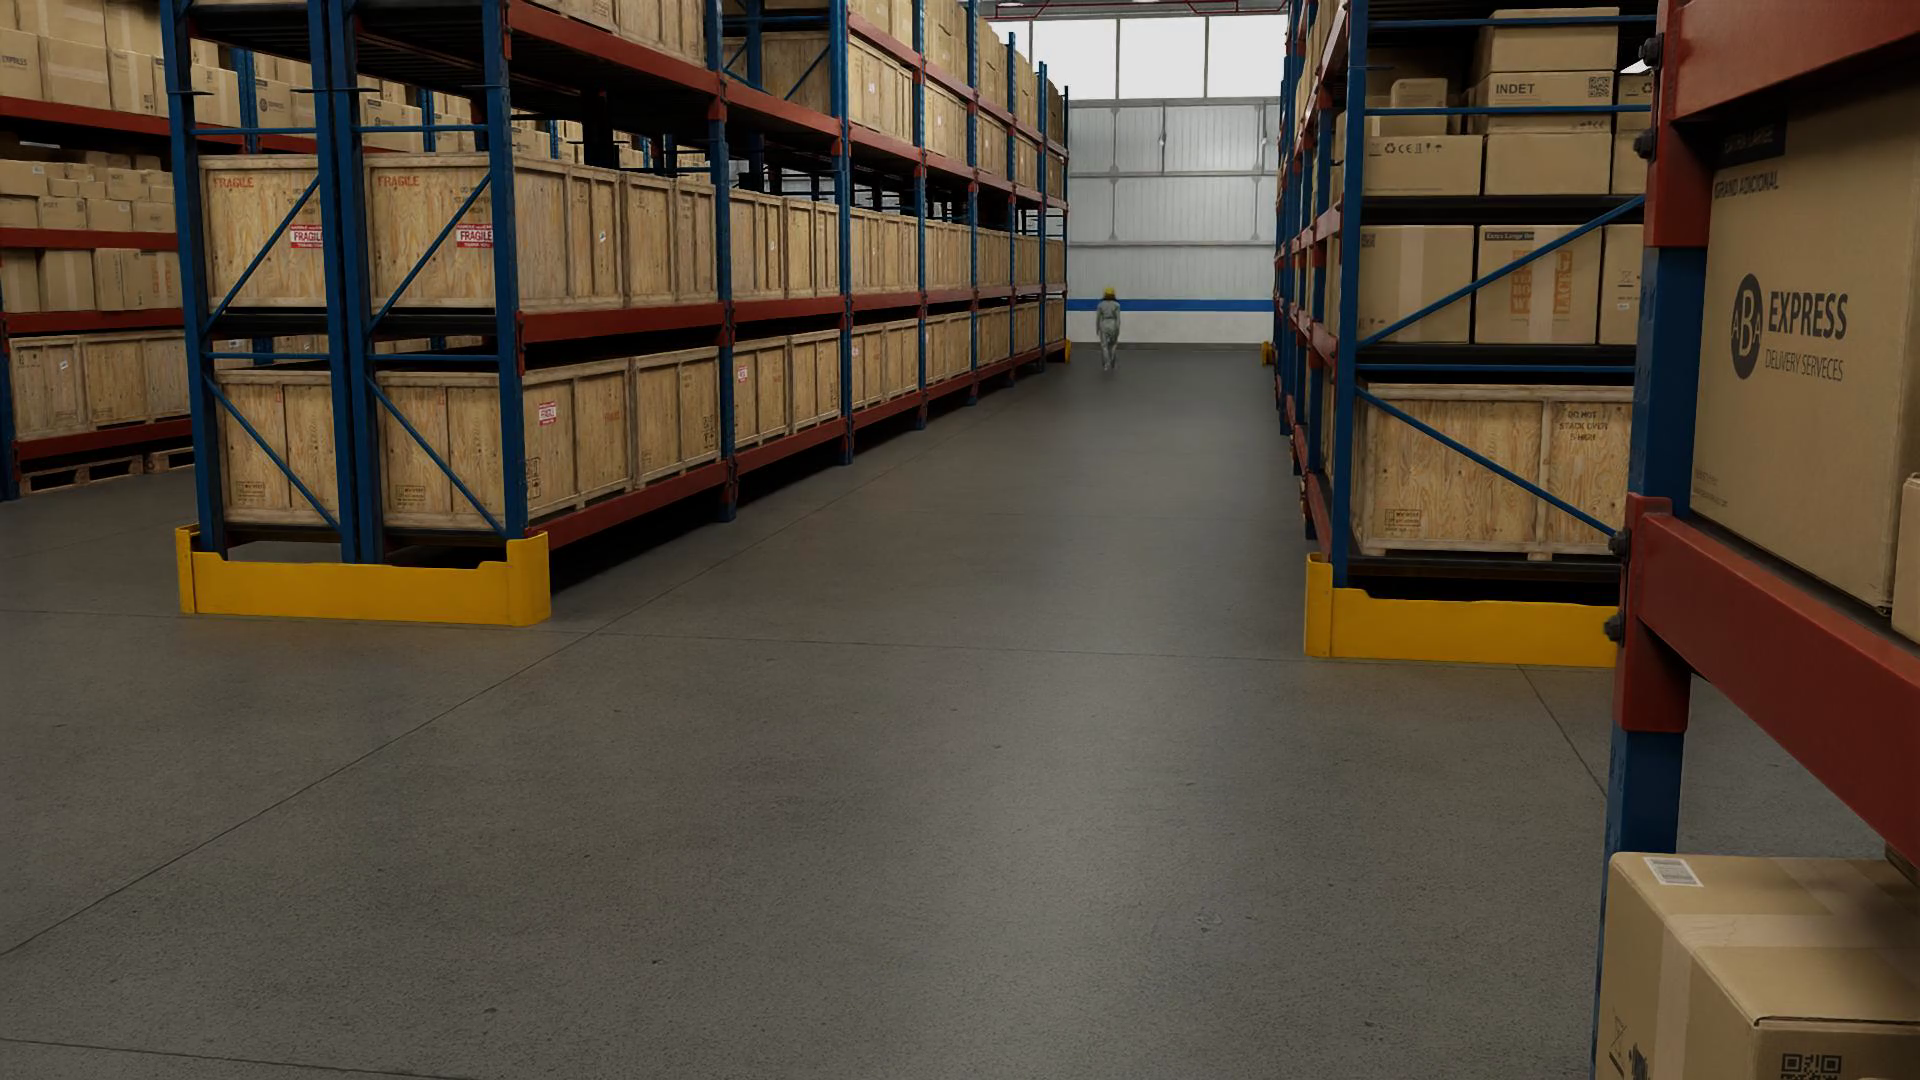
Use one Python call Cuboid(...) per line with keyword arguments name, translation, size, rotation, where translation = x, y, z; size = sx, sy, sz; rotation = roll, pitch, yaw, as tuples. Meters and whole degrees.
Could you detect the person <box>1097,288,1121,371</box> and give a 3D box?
Cuboid(name="person", translation=(3.069, -4.349, 34.327), size=(0.502, 1.695, 0.894), rotation=(1, 9, 8))
